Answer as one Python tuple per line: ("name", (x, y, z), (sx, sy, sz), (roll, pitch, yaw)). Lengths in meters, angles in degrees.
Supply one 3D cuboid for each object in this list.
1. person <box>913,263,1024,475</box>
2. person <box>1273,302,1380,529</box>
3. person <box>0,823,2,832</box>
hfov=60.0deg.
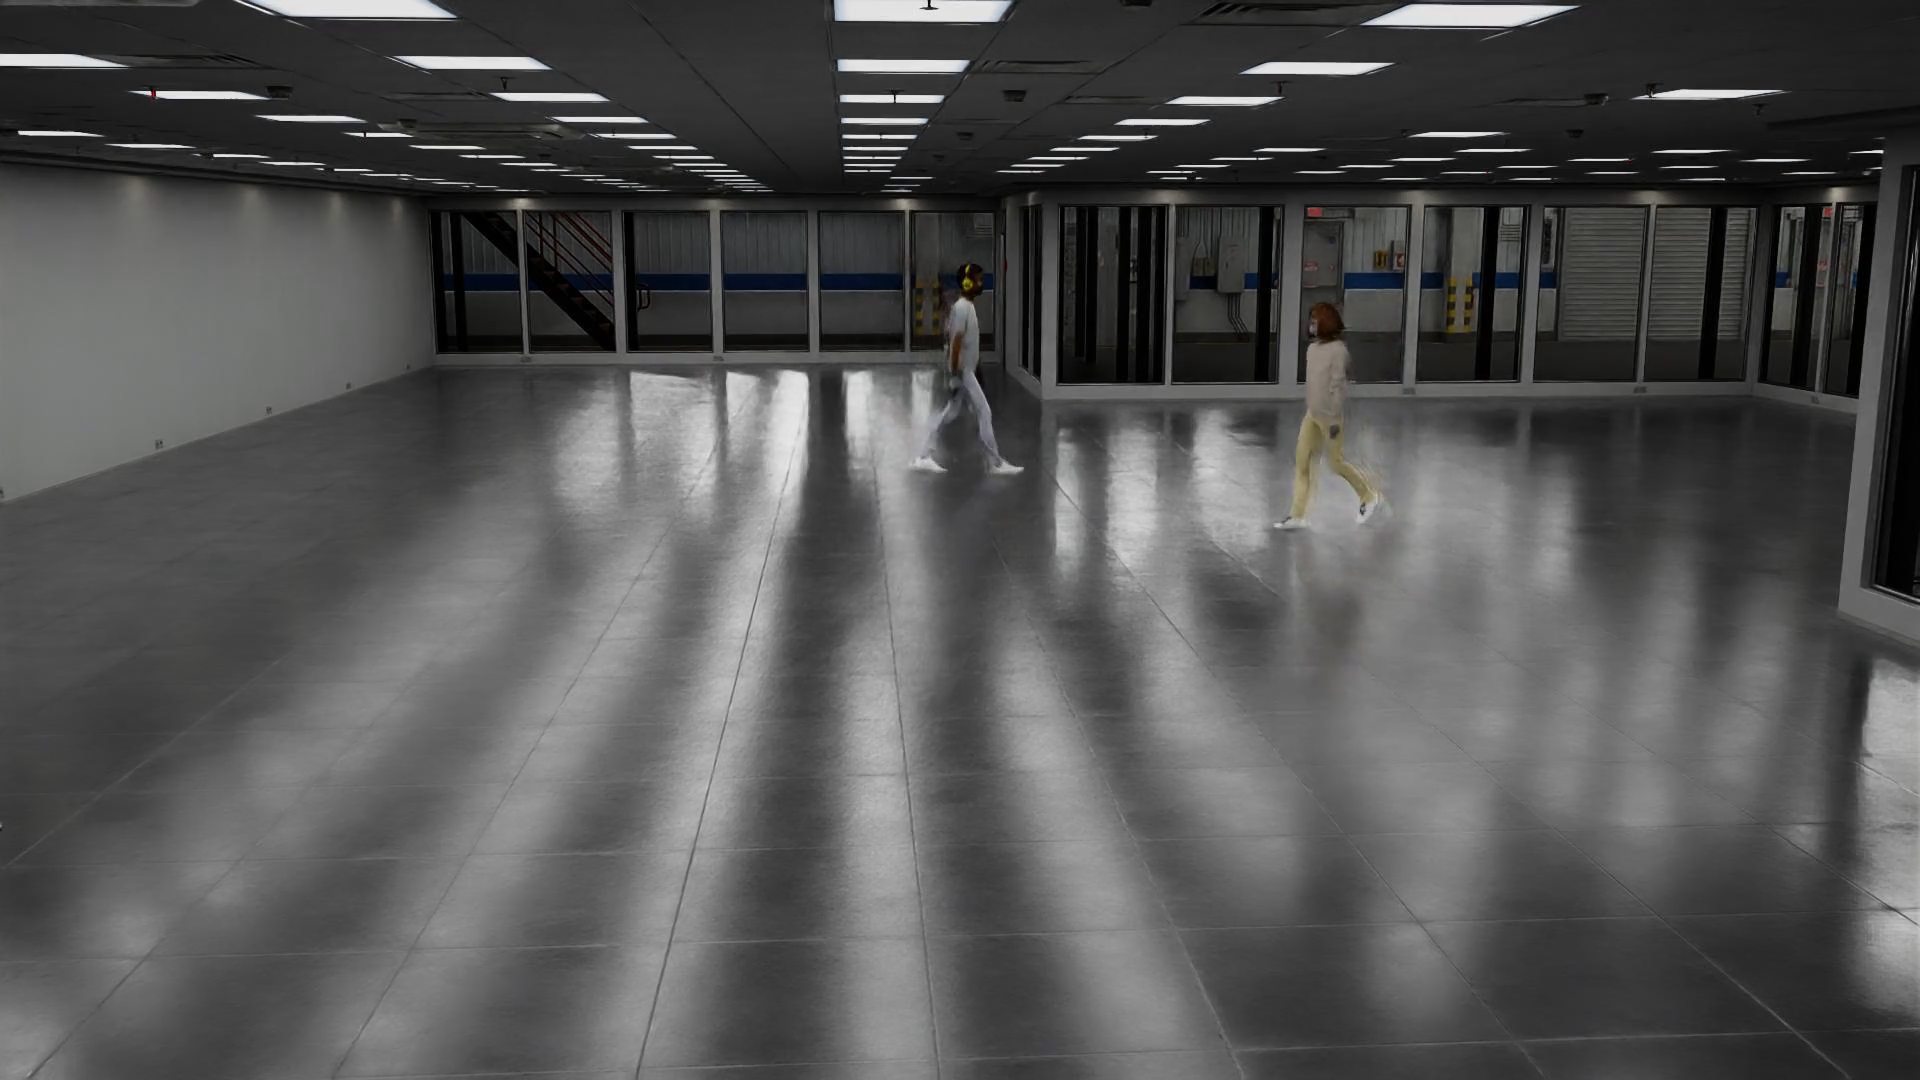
("person", (0.039, -1.463, 14.329), (0.967, 1.827, 0.538), (1, 11, 4))
("person", (2.608, -0.872, 11.695), (0.758, 1.606, 0.505), (-4, 11, -21))
("person", (-3.783, 0.179, 5.350), (0.641, 1.866, 0.954), (10, 14, 43))
